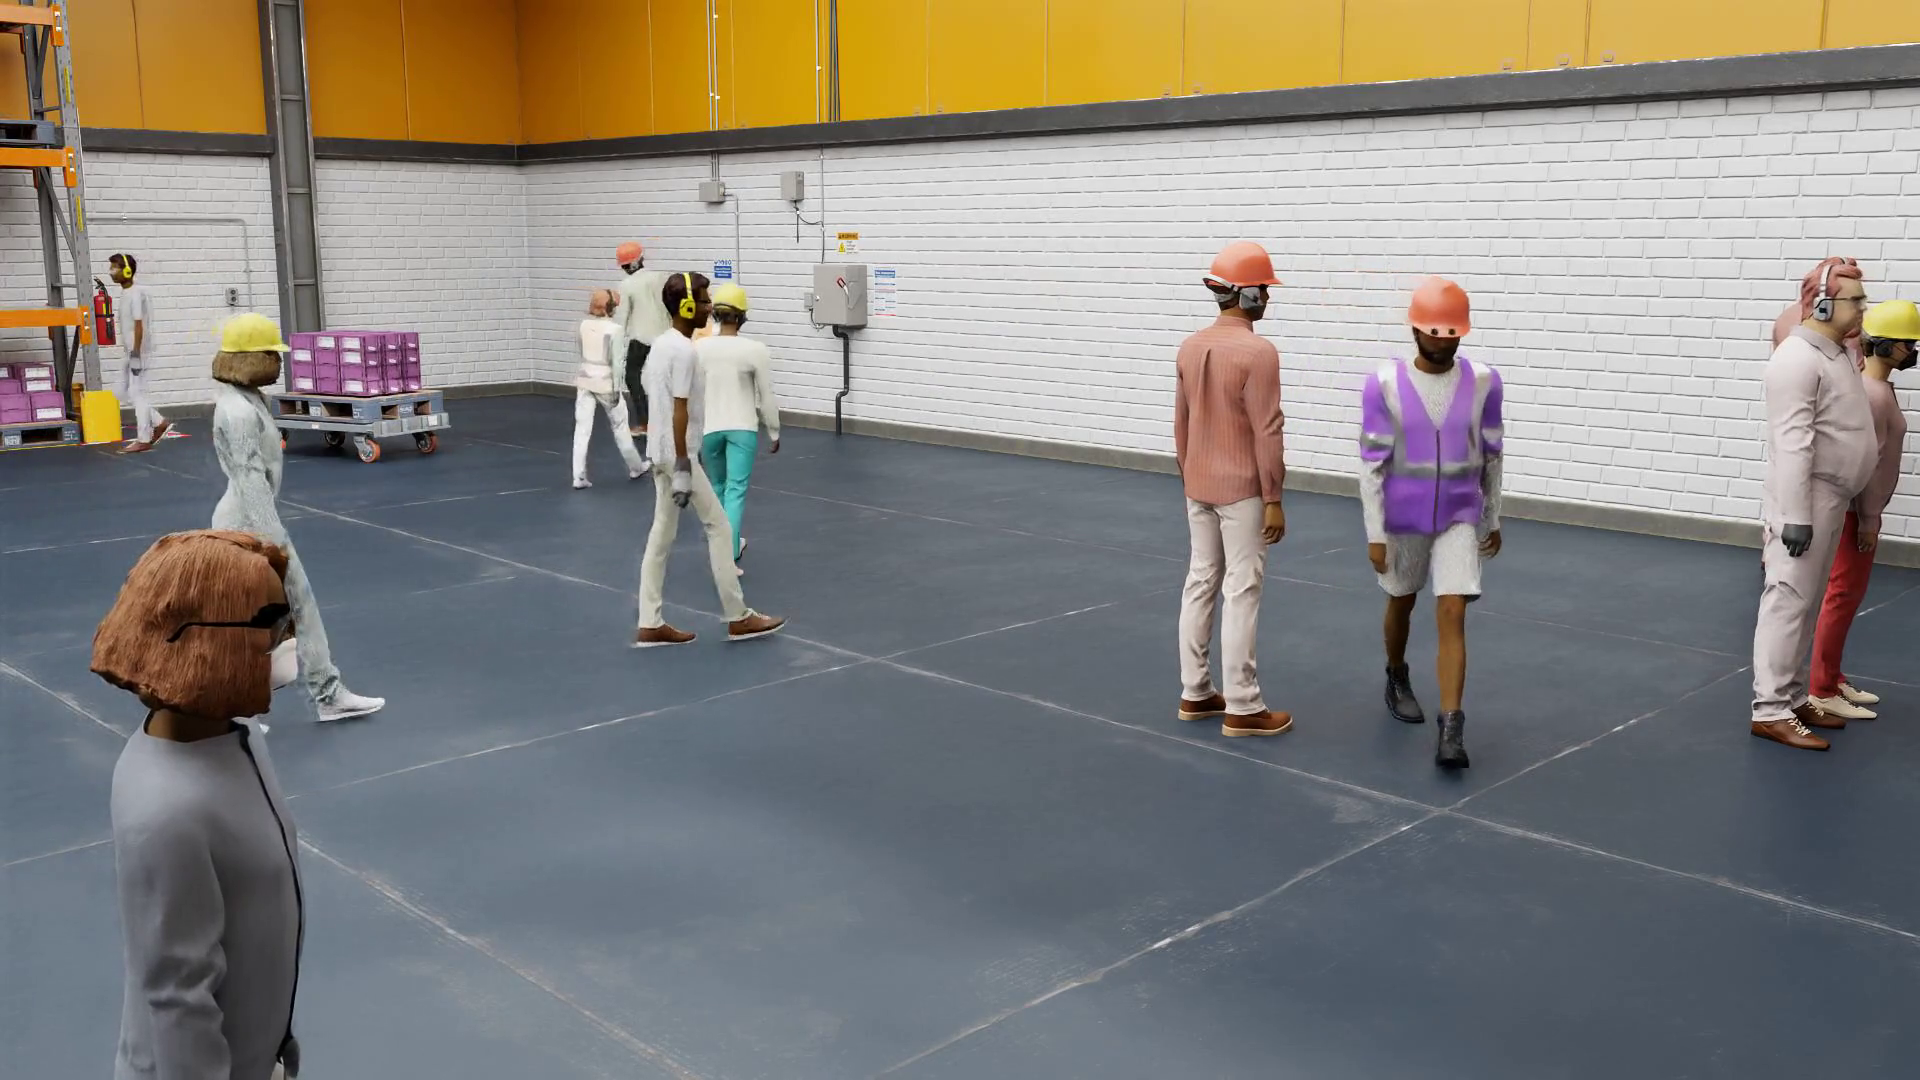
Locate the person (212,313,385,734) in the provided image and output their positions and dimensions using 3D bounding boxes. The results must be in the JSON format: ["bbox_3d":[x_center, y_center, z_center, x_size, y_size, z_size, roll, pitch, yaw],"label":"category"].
[{"bbox_3d":[-2.731,-0.047,6.683,0.820,1.703,0.501,-3,11,-16],"label":"person"}]

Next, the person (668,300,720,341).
[{"bbox_3d":[-2.059,-1.173,13.163,0.511,1.590,0.868,0,10,2],"label":"person"}]

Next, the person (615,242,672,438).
[{"bbox_3d":[-3.142,-1.997,16.707,0.709,1.949,0.412,-9,13,-39],"label":"person"}]

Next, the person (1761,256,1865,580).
[{"bbox_3d":[5.088,-0.715,9.835,0.404,1.900,0.637,-4,11,-19],"label":"person"}]

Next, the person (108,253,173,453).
[{"bbox_3d":[-7.708,-1.734,15.520,0.434,1.851,0.557,-7,13,-35],"label":"person"}]

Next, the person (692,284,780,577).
[{"bbox_3d":[-1.345,-0.658,9.987,0.546,1.726,0.864,2,11,12],"label":"person"}]

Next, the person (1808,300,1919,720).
[{"bbox_3d":[3.826,-0.126,7.010,0.339,1.757,0.518,5,11,25],"label":"person"}]

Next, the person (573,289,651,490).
[{"bbox_3d":[-2.861,-1.221,13.431,0.528,1.588,0.877,5,11,24],"label":"person"}]

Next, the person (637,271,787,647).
[{"bbox_3d":[-1.251,-0.393,8.225,0.845,1.838,0.564,-5,12,-26],"label":"person"}]

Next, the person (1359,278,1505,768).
[{"bbox_3d":[1.856,-0.096,6.565,0.589,1.866,1.060,1,10,7],"label":"person"}]

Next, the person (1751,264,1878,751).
[{"bbox_3d":[3.420,-0.138,6.654,0.410,1.912,0.643,8,13,37],"label":"person"}]

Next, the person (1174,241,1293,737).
[{"bbox_3d":[1.115,-0.204,6.780,0.378,1.996,0.611,-6,12,-29],"label":"person"}]

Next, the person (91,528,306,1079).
[{"bbox_3d":[-1.060,0.784,2.409,0.280,1.624,0.494,-3,11,-15],"label":"person"}]
